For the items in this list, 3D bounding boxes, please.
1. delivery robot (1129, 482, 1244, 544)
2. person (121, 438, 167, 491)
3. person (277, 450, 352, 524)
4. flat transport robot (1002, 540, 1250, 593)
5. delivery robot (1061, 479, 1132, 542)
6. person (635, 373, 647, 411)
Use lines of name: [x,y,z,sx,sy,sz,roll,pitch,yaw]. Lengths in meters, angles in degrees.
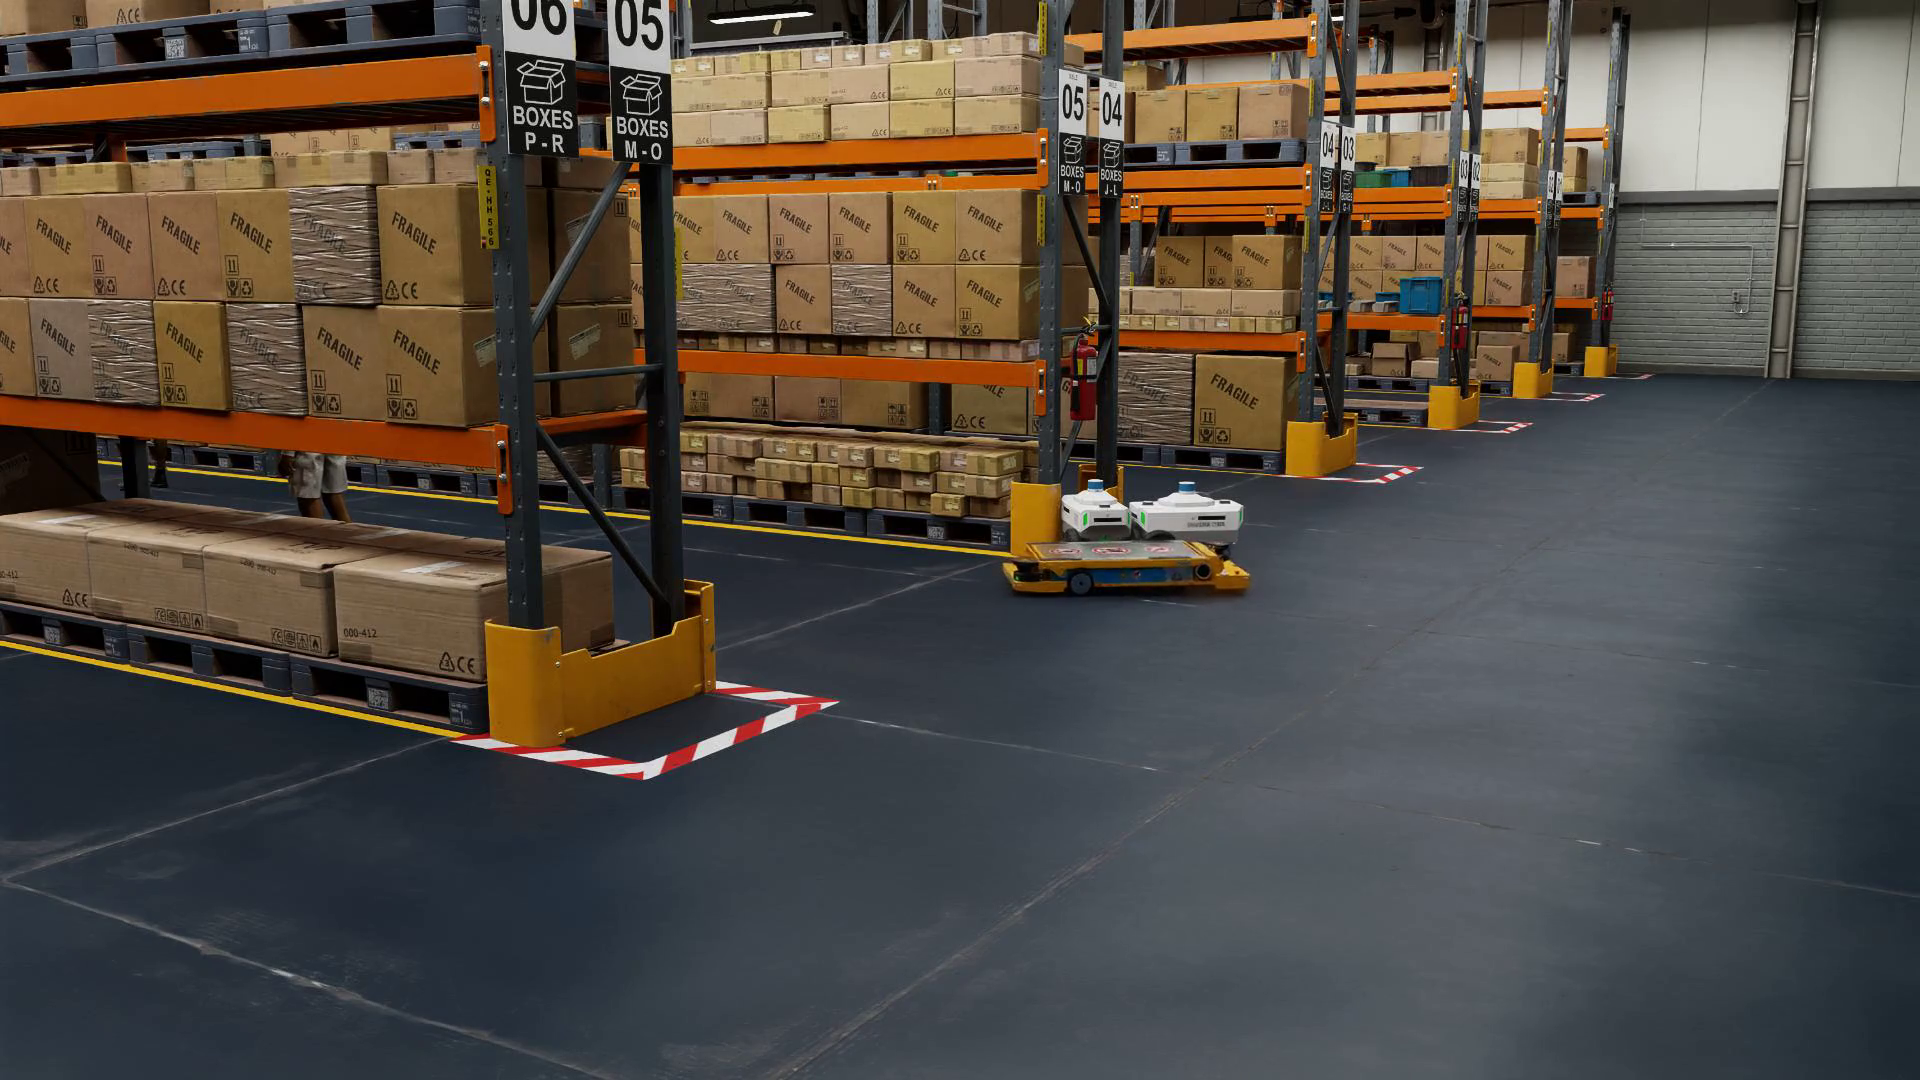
delivery robot: [1.478,-0.138,10.861,0.707,0.478,0.477,-1,10,-8]
person: [-7.138,-1.380,14.413,0.404,1.934,0.558,8,12,38]
person: [-3.786,-0.589,9.720,0.340,1.941,0.551,3,10,17]
flat transport robot: [1.008,0.154,10.255,1.431,0.197,0.652,-1,10,-6]
delivery robot: [0.890,-0.157,10.971,0.477,0.478,0.707,-1,10,-9]
person: [-2.827,-1.361,15.199,0.532,1.606,0.470,-4,10,-21]
